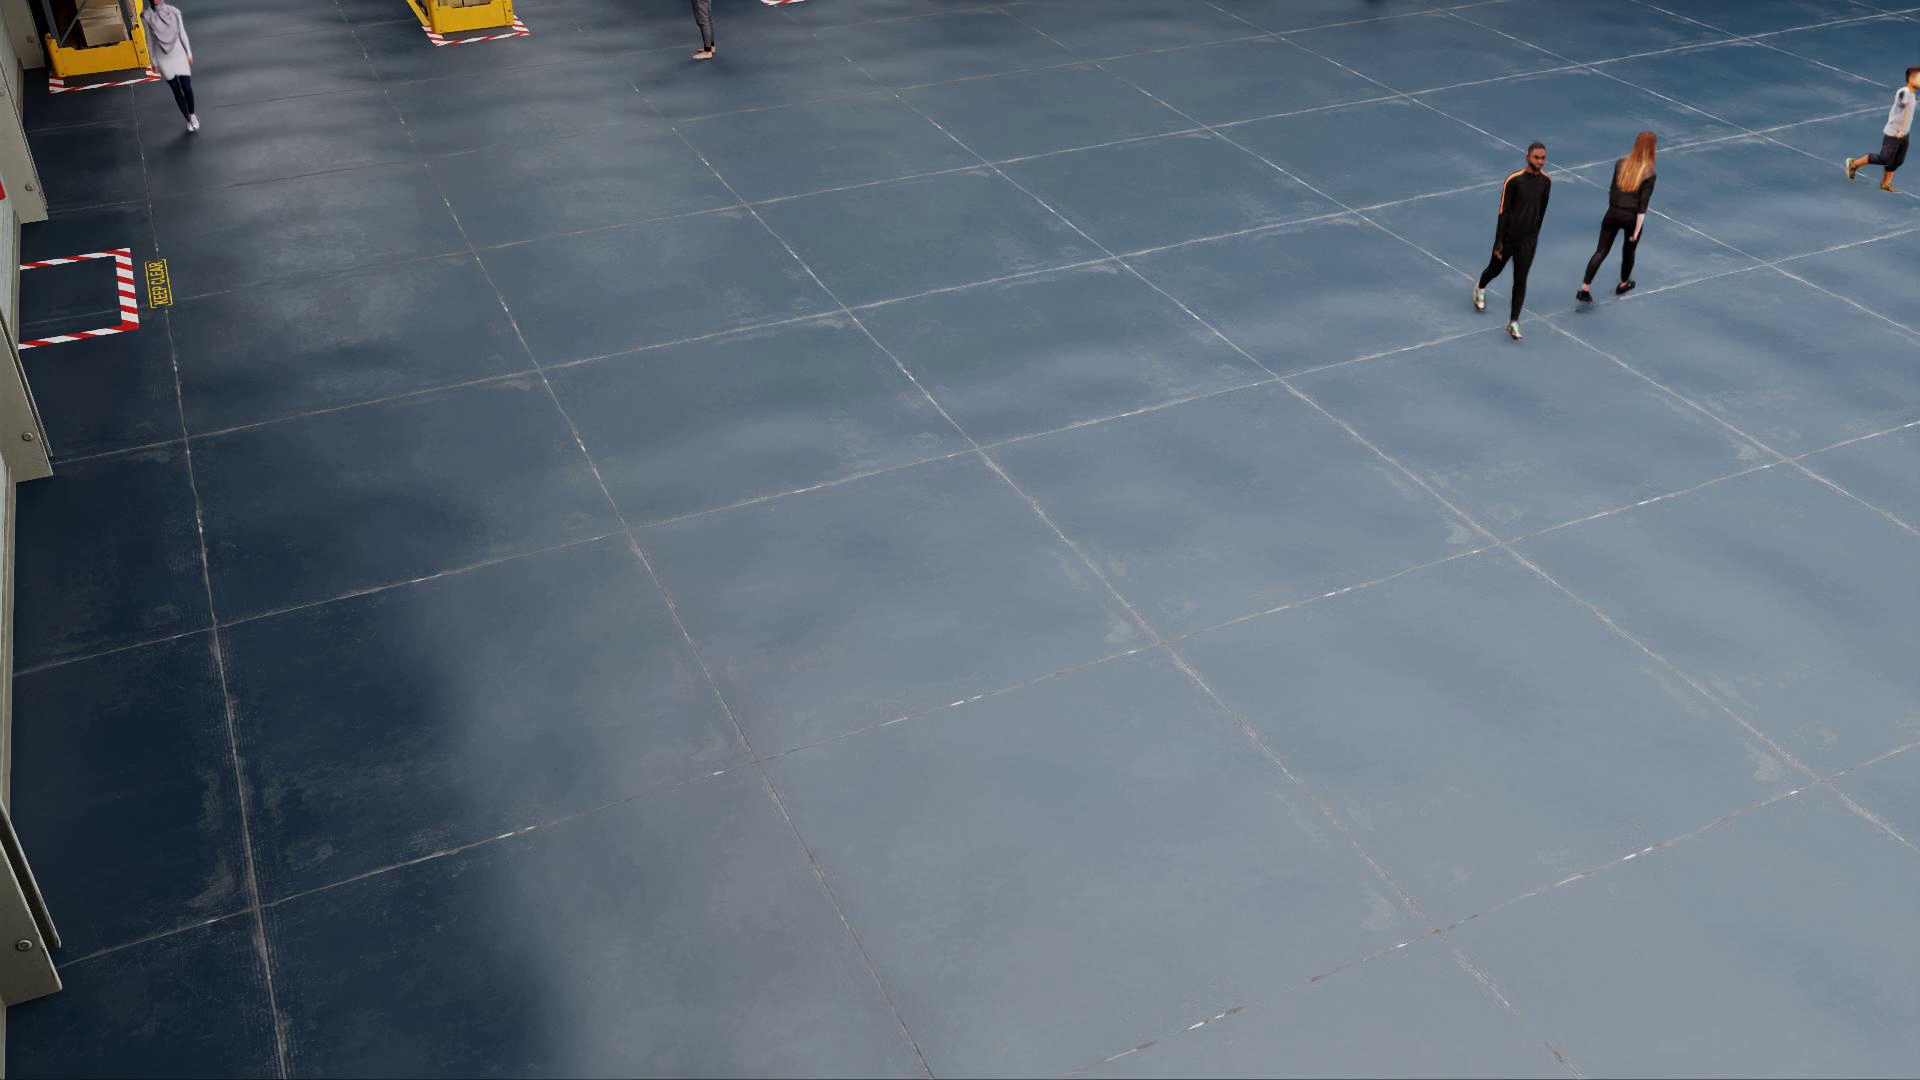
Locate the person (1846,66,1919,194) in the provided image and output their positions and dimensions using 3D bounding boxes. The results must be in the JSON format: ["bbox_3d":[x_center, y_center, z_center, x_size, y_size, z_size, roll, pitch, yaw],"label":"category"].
[{"bbox_3d":[10.383,-4.623,18.522,0.952,1.442,0.748,28,42,36],"label":"person"}]

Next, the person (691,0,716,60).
[{"bbox_3d":[-3.516,-7.511,22.596,0.826,1.843,0.706,5,33,8],"label":"person"}]

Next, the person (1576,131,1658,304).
[{"bbox_3d":[6.260,-3.037,15.863,0.913,1.683,1.135,-26,41,-34],"label":"person"}]

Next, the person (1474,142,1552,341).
[{"bbox_3d":[5.127,-2.839,15.472,0.931,1.776,1.267,-2,33,-3],"label":"person"}]

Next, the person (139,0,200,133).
[{"bbox_3d":[-9.514,-5.823,20.072,0.630,1.764,0.598,-11,35,-17],"label":"person"}]
